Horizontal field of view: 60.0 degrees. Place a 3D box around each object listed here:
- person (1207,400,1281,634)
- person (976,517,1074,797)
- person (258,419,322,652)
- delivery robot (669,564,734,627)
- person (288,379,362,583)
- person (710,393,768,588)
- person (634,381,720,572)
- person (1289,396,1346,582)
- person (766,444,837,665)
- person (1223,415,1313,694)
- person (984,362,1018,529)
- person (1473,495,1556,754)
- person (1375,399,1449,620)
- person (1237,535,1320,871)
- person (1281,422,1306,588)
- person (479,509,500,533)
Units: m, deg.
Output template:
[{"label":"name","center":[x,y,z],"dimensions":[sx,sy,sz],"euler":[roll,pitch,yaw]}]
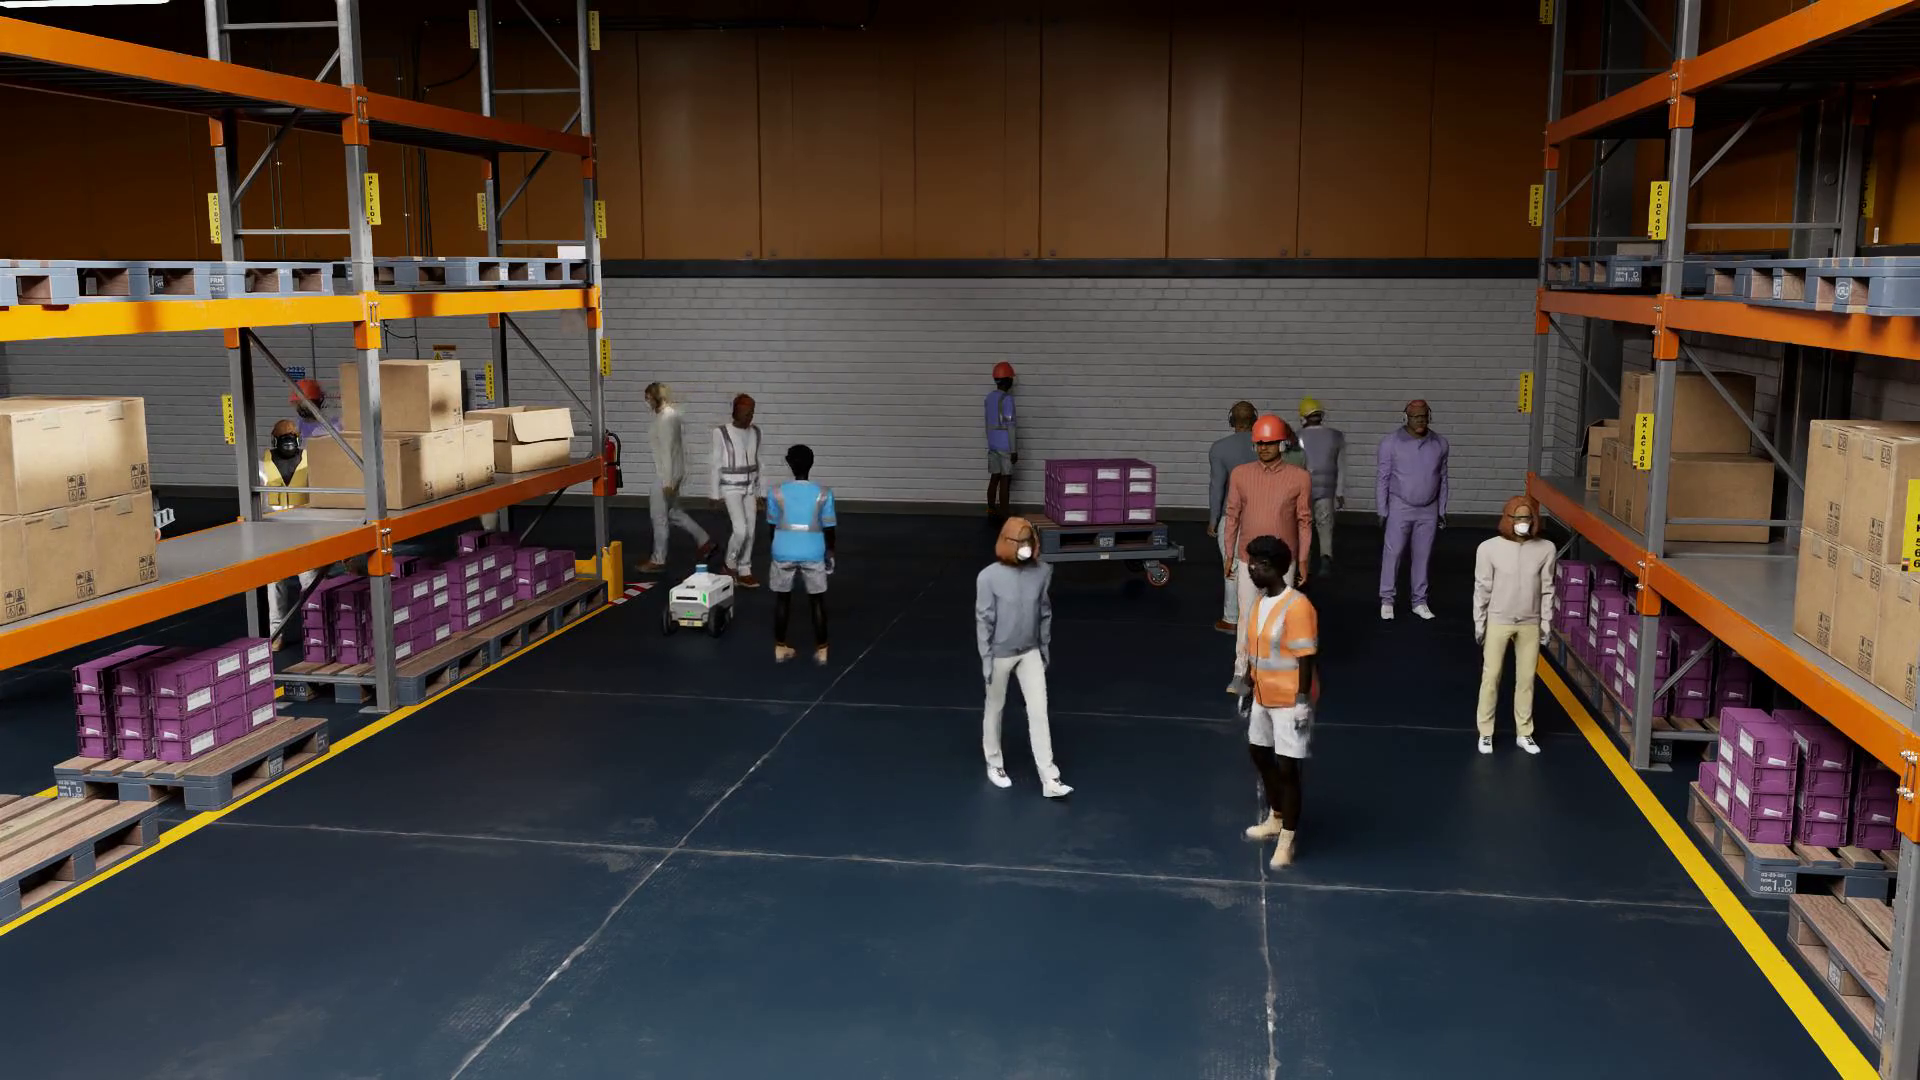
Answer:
[{"label":"person","center":[2.327,-0.185,13.715],"dimensions":[0.628,1.936,0.375],"euler":[-3,10,-15]},{"label":"person","center":[0.354,0.676,9.409],"dimensions":[0.528,1.595,0.801],"euler":[-4,10,-26]},{"label":"person","center":[-5.267,-0.036,13.117],"dimensions":[0.627,1.836,0.428],"euler":[-3,10,-20]},{"label":"delivery robot","center":[-2.137,0.446,13.780],"dimensions":[0.477,0.478,0.707],"euler":[2,9,11]},{"label":"person","center":[-5.789,-0.445,15.029],"dimensions":[0.610,2.031,0.532],"euler":[3,10,20]},{"label":"person","center":[-2.057,-0.446,15.573],"dimensions":[0.457,1.854,0.630],"euler":[9,13,44]},{"label":"person","center":[-2.837,-0.623,16.502],"dimensions":[0.737,1.915,0.647],"euler":[-1,9,-6]},{"label":"person","center":[3.374,-0.465,15.820],"dimensions":[0.605,1.807,0.632],"euler":[0,9,0]},{"label":"person","center":[-1.200,0.118,12.611],"dimensions":[0.536,1.687,0.385],"euler":[-1,9,-9]},{"label":"person","center":[2.154,0.112,11.696],"dimensions":[0.622,1.994,0.381],"euler":[4,10,21]},{"label":"person","center":[0.504,-1.096,19.314],"dimensions":[0.354,1.942,0.545],"euler":[-6,11,-32]},{"label":"person","center":[3.415,0.526,10.285],"dimensions":[0.492,1.626,0.284],"euler":[0,9,0]},{"label":"person","center":[3.882,-0.257,14.248],"dimensions":[0.651,1.906,0.401],"euler":[-1,9,-7]},{"label":"person","center":[1.633,0.808,8.434],"dimensions":[0.359,1.665,0.601],"euler":[-4,10,-21]},{"label":"person","center":[2.980,-0.310,15.524],"dimensions":[0.511,1.609,0.597],"euler":[-4,10,-25]},{"label":"person","center":[-4.562,-0.355,15.796],"dimensions":[0.536,1.607,0.722],"euler":[7,12,39]}]
